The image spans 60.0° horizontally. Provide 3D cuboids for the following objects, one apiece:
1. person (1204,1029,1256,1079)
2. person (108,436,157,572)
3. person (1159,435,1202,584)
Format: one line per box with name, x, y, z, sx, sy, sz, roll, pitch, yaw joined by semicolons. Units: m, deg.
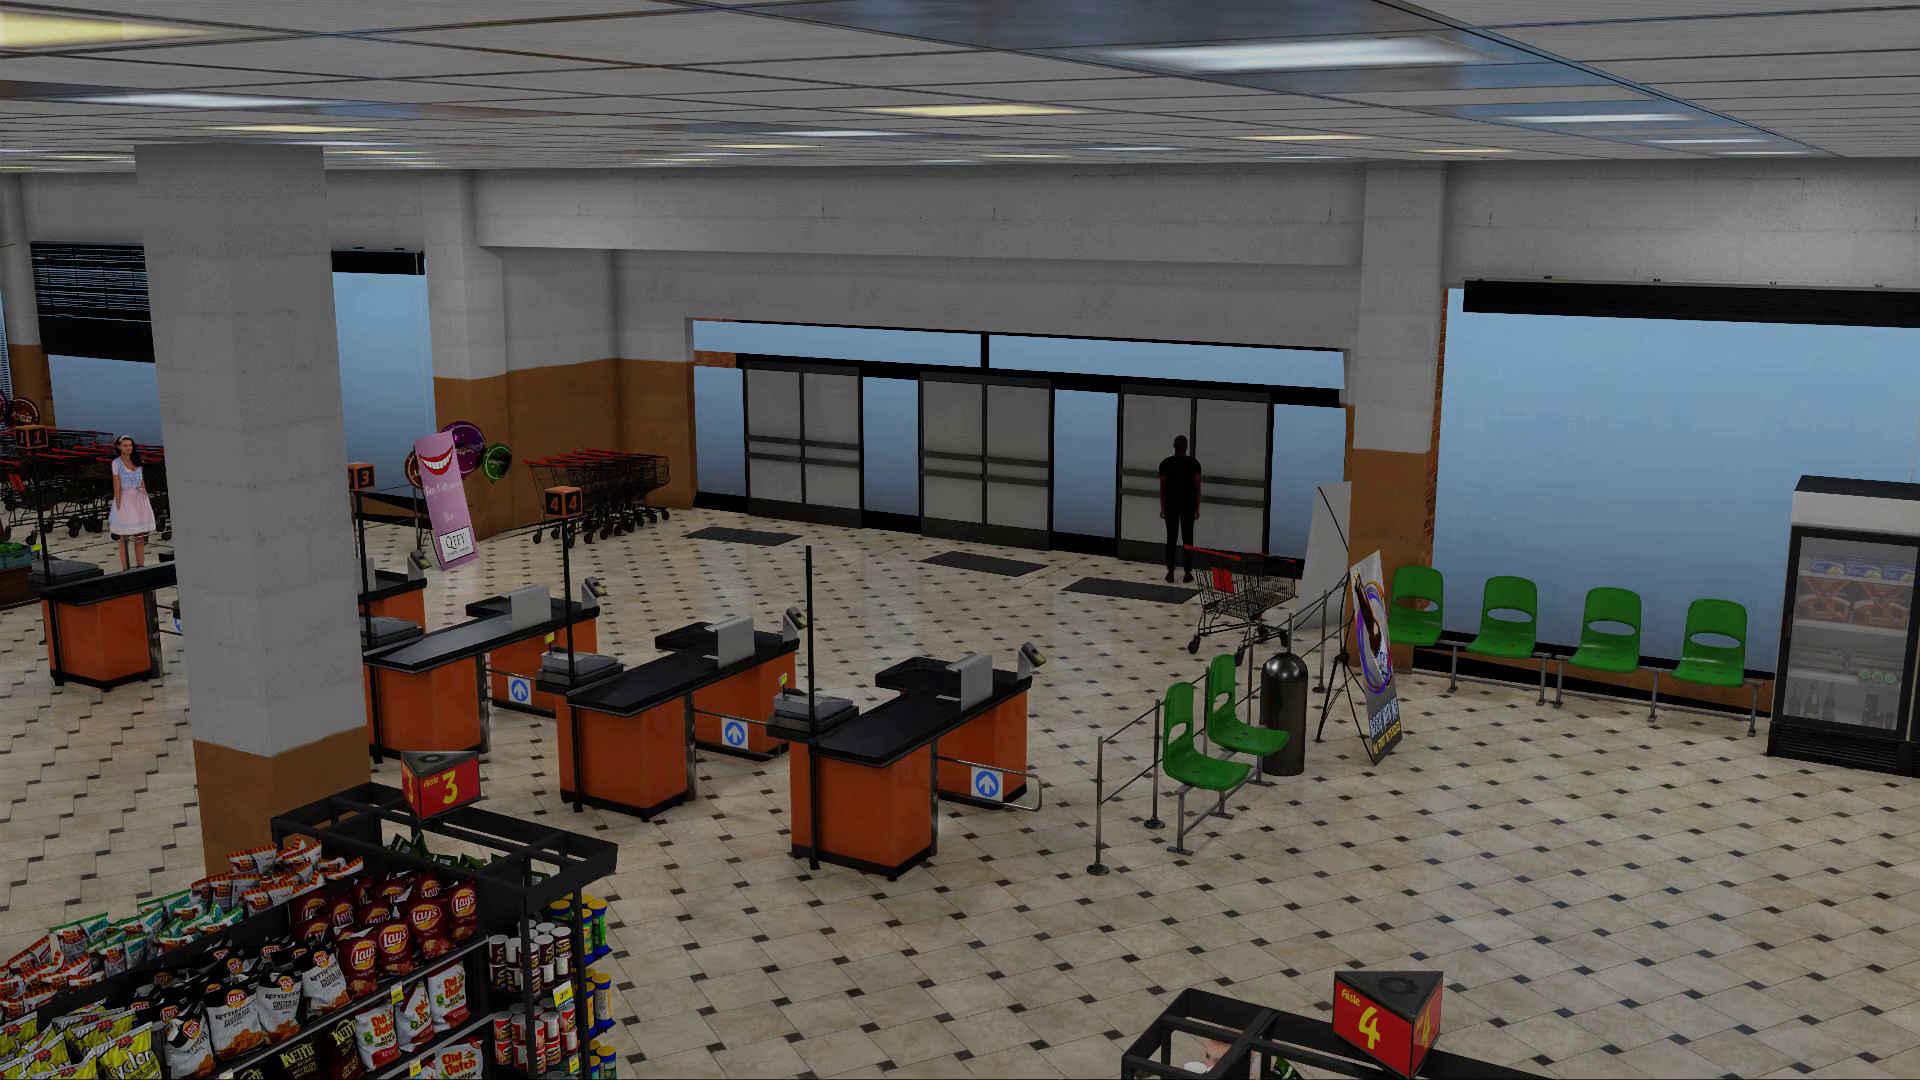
person;1.137;2.674;7.184;0.713;1.264;0.609;-11;16;-42
person;-10.151;-0.385;20.371;0.731;1.816;0.630;7;14;29
person;2.692;-0.383;20.352;0.734;1.819;0.688;2;12;10
